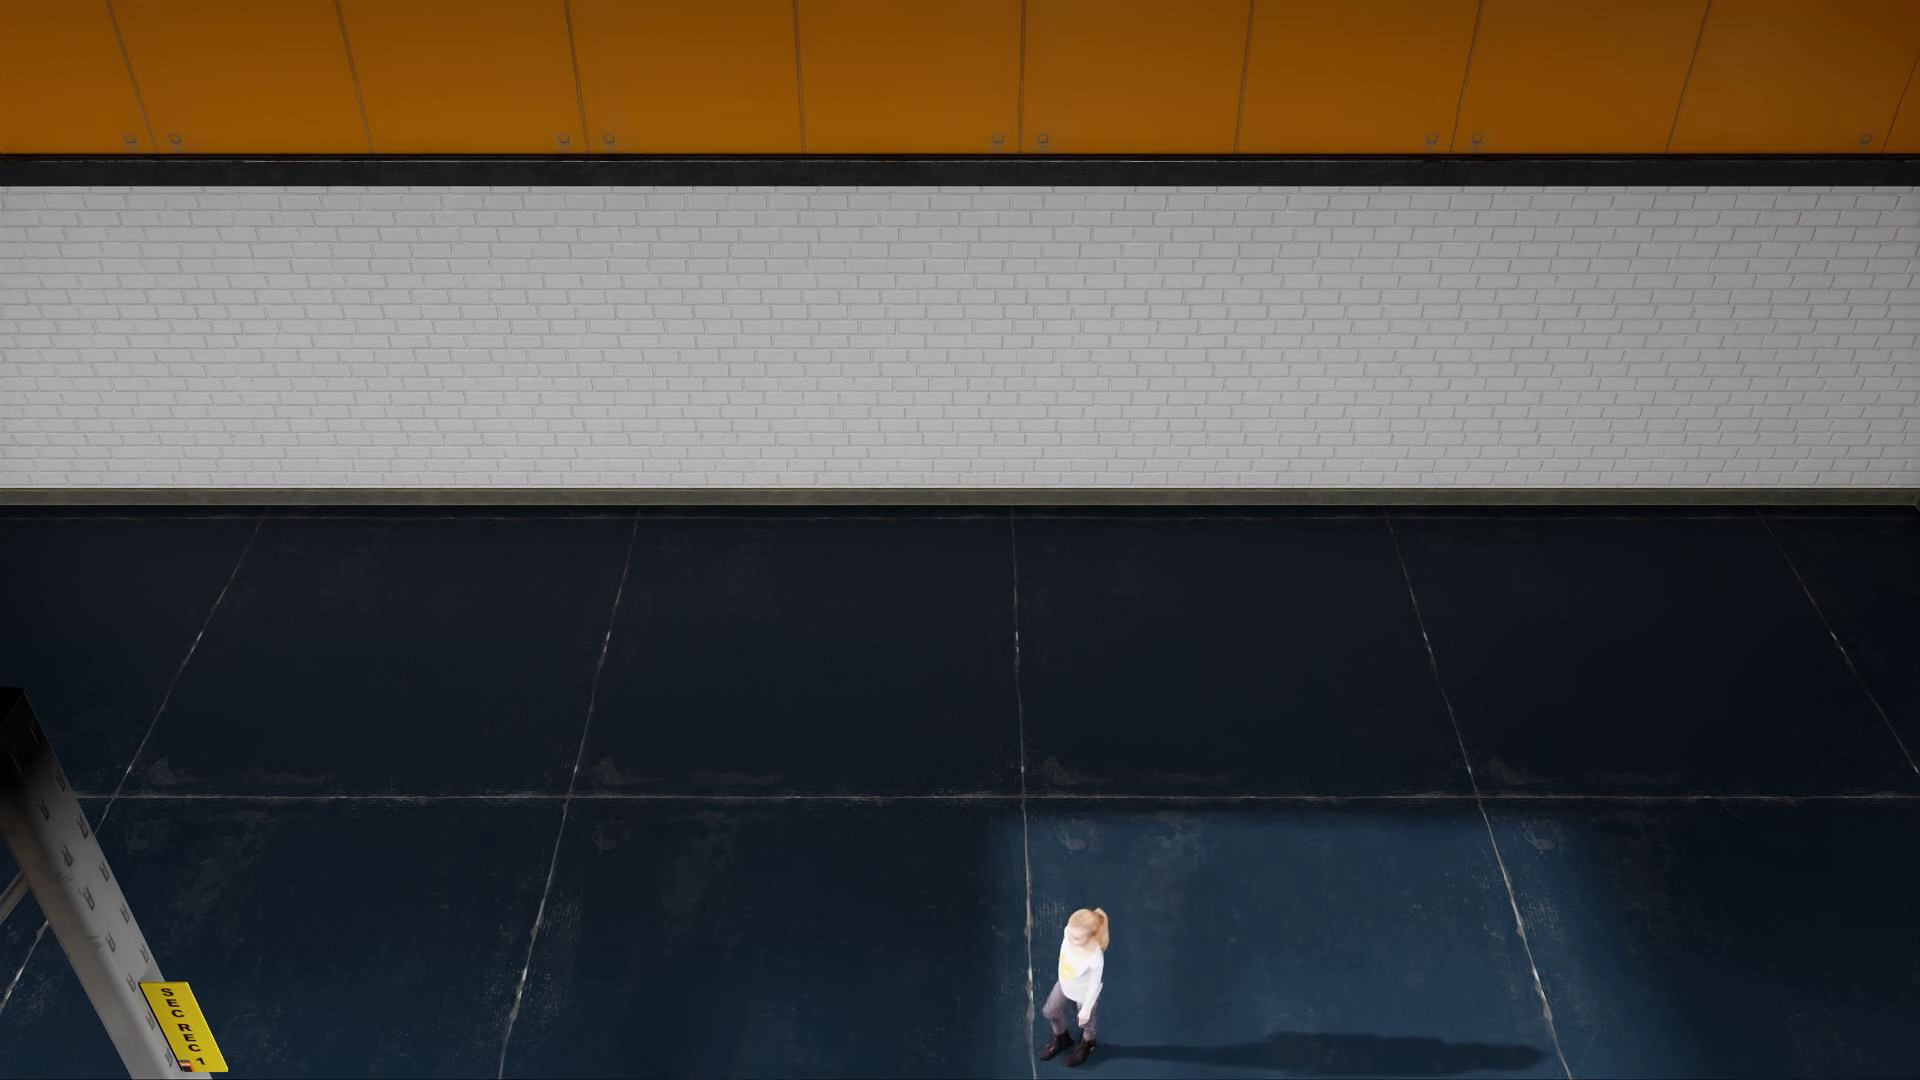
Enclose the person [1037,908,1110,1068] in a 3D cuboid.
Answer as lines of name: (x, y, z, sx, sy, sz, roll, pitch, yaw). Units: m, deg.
person: (0.702, 2.406, 9.054, 0.674, 1.270, 0.611, -23, 44, -26)
